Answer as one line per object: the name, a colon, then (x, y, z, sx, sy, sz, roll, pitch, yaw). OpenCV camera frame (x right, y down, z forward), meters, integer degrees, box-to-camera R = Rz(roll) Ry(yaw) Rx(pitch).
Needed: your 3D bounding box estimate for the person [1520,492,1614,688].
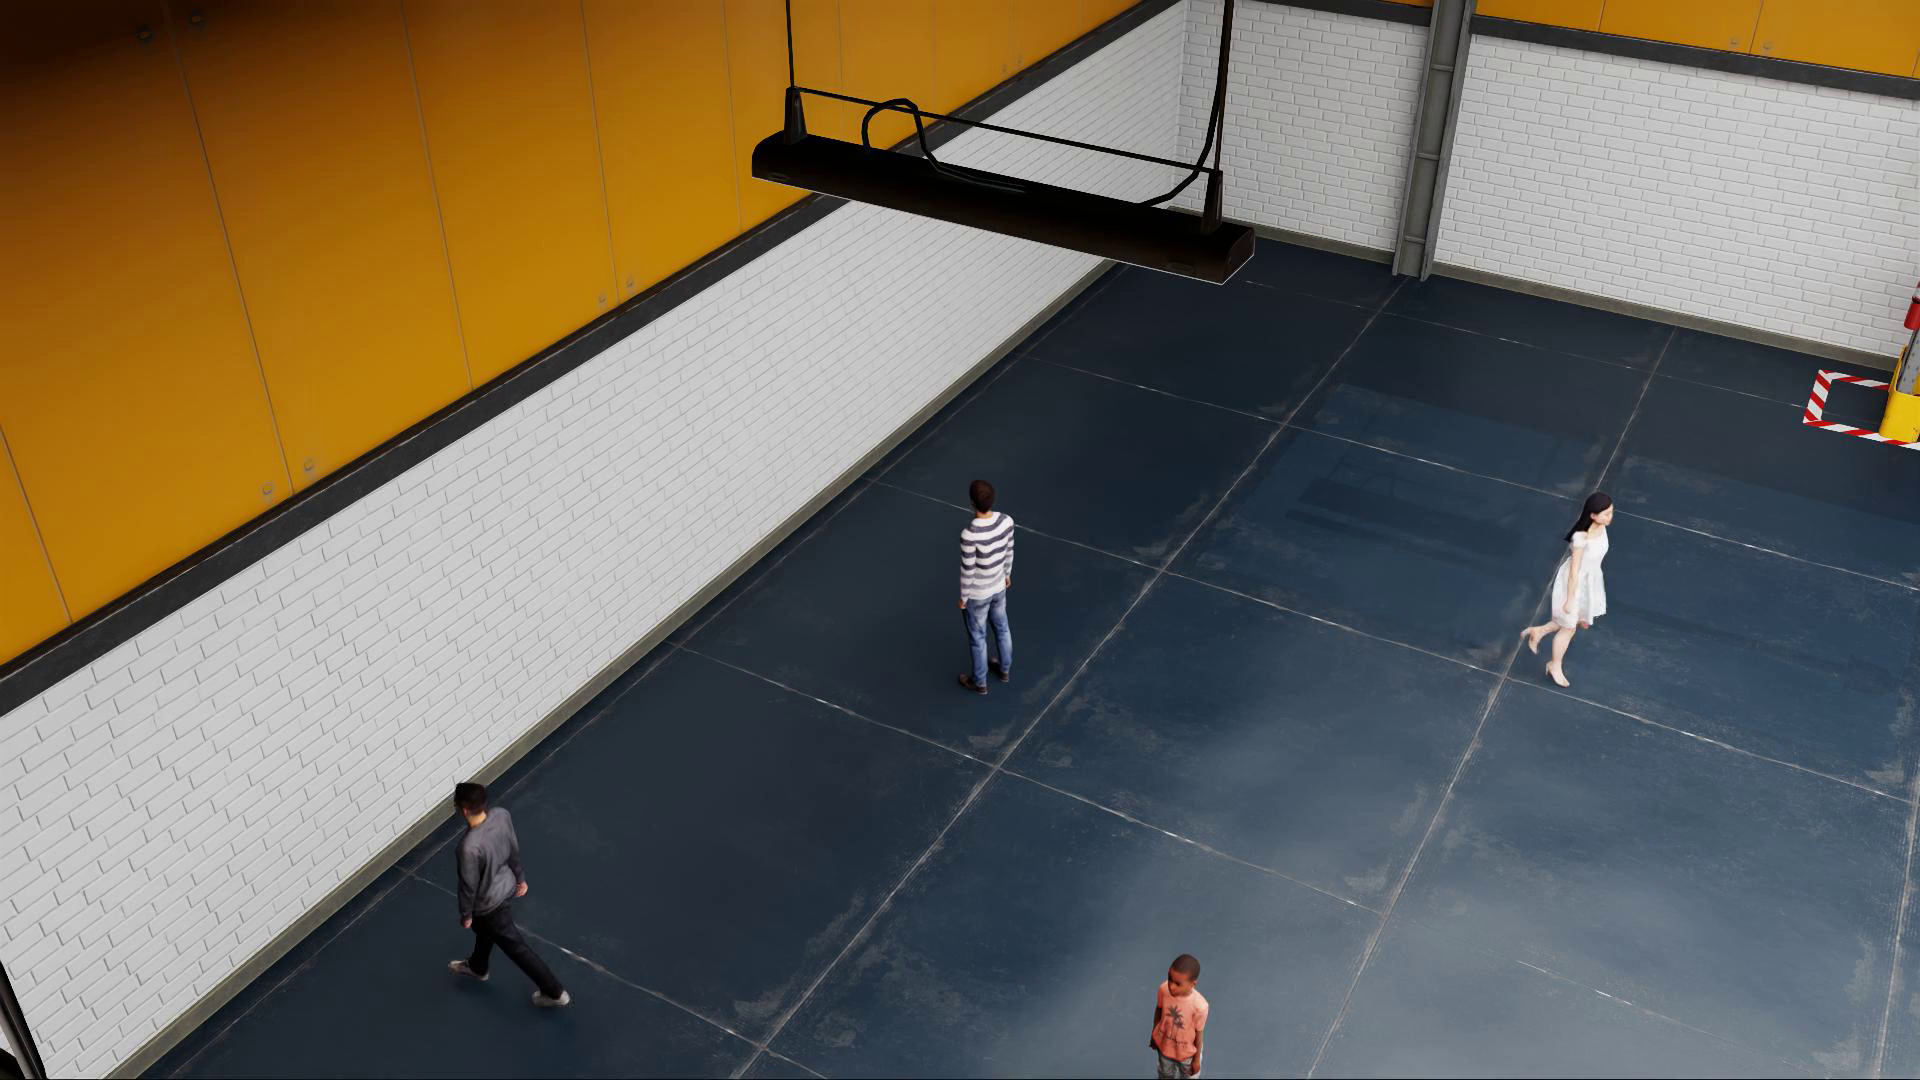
person: (4.679, 0.370, 12.876, 0.753, 1.754, 0.902, -28, 43, -35)

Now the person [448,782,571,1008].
person: (-2.782, 2.204, 10.147, 1.188, 1.722, 0.799, 10, 35, 15)

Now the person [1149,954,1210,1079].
person: (1.262, 2.866, 9.523, 0.460, 1.311, 0.576, 26, 41, 33)

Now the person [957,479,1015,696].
person: (0.196, 0.360, 12.806, 0.719, 1.849, 0.667, -23, 40, -31)
